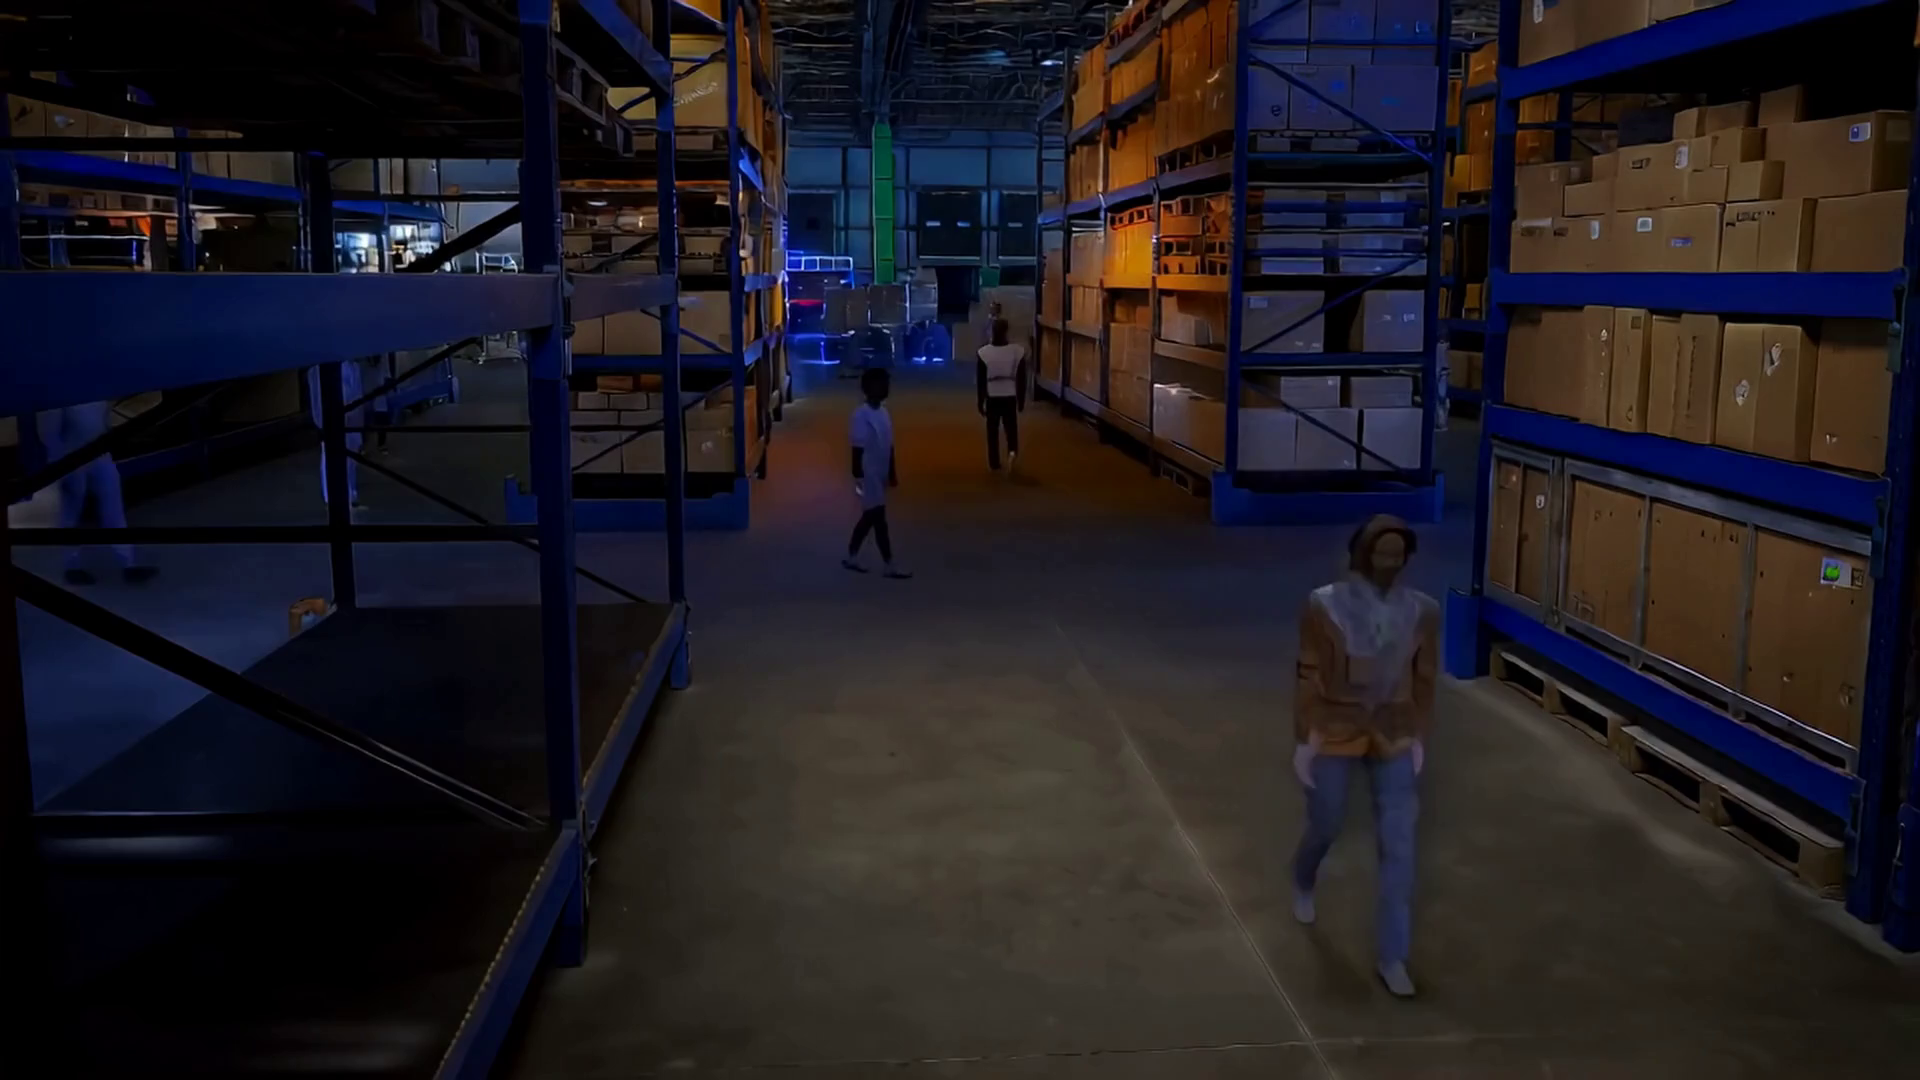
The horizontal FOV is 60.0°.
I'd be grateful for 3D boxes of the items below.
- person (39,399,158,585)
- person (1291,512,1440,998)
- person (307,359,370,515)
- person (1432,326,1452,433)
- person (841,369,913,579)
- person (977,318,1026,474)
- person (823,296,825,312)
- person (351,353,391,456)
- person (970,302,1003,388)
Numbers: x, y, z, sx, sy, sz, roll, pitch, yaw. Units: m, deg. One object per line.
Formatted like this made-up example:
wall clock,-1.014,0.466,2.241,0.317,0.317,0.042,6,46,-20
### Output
person,-6.651,-0.569,12.762,0.946,1.897,0.656,4,10,25
person,1.388,0.685,5.809,0.519,1.608,0.762,0,9,-1
person,-6.206,-1.161,16.688,0.429,1.840,0.637,4,10,24
person,7.364,-2.453,25.456,0.318,1.630,0.513,4,10,25
person,-0.686,-0.537,13.286,0.713,1.674,0.542,4,10,24
person,0.509,-1.715,19.971,0.595,1.902,0.729,-1,9,-6
person,-5.538,-9.280,67.379,0.374,1.929,0.542,-5,10,-29
person,-7.844,-1.961,22.145,0.540,1.695,0.317,-3,10,-21
person,0.672,-4.122,35.294,0.923,1.840,0.539,1,9,7
